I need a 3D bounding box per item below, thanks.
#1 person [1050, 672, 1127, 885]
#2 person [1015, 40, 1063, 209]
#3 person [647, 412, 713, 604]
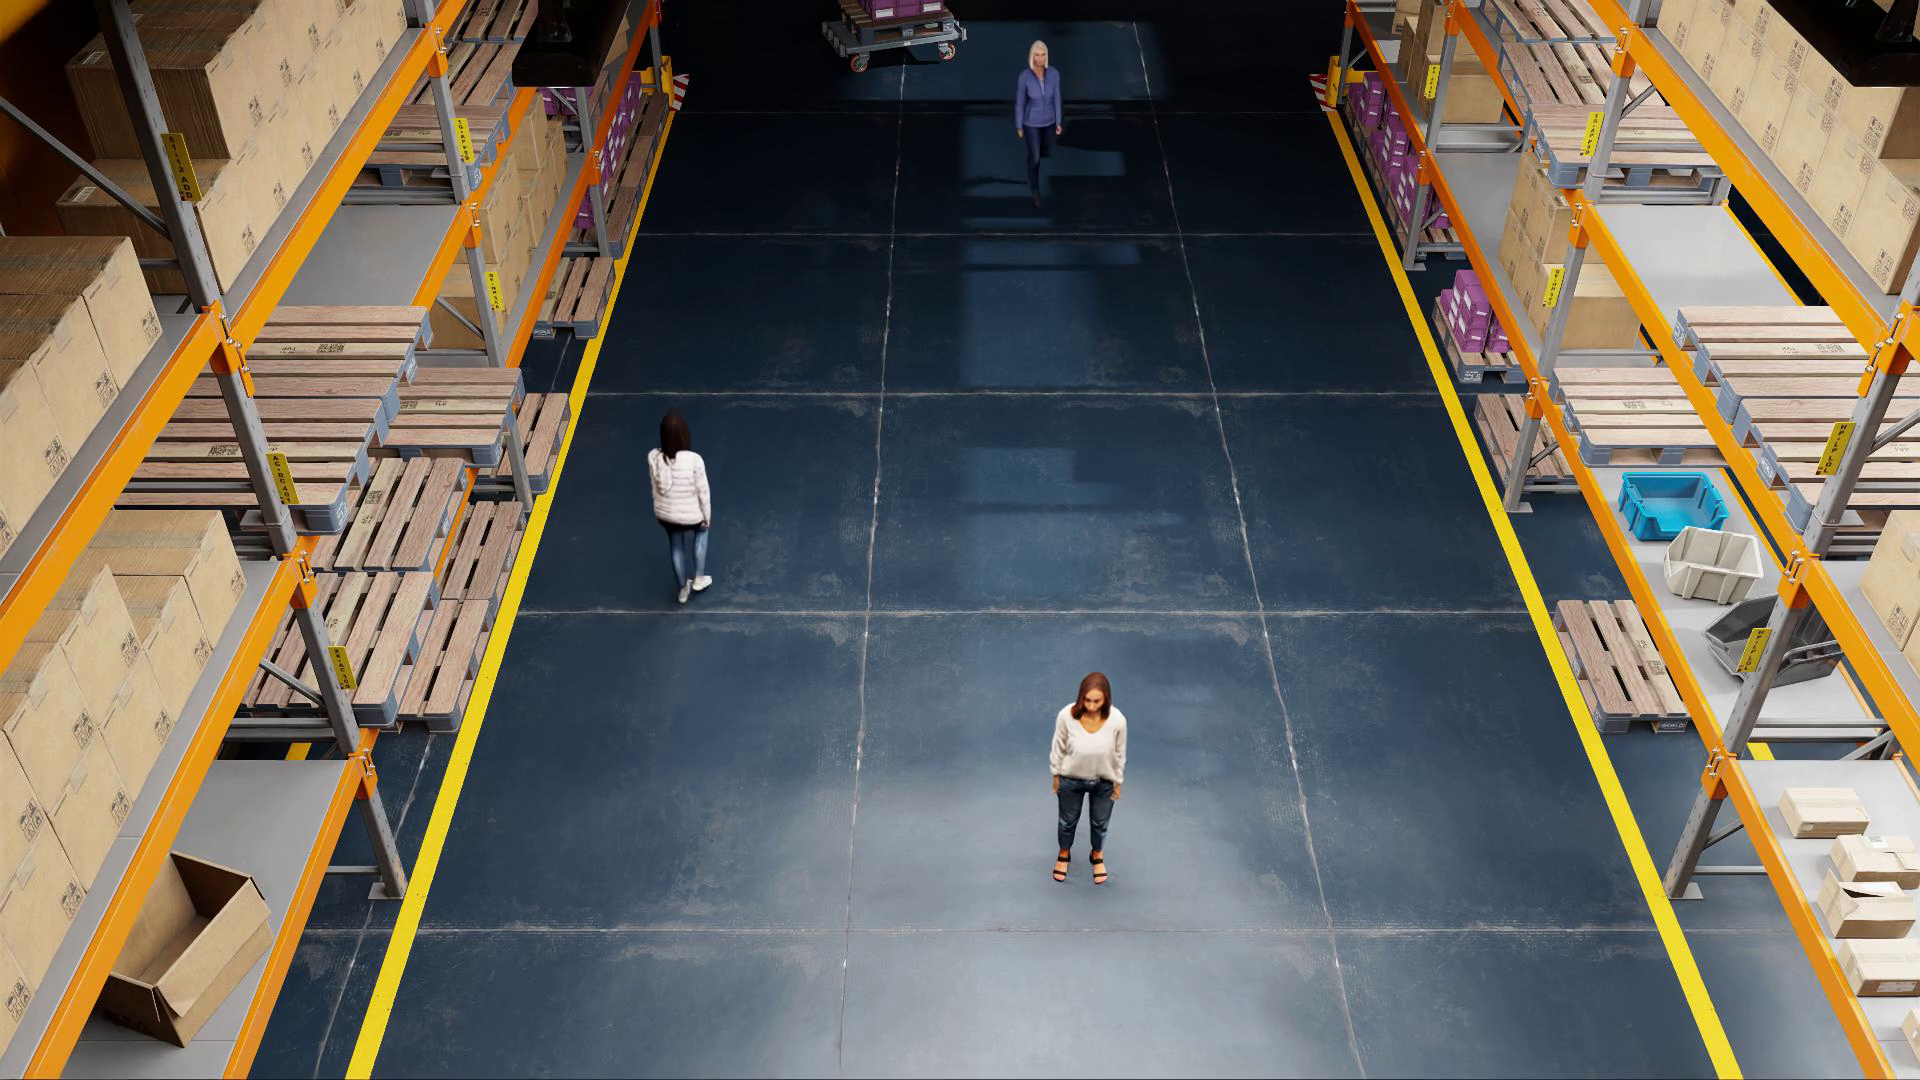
[{"bbox_3d":[0.785,1.446,10.197,0.625,1.682,0.552,3,39,4],"label":"person"},{"bbox_3d":[0.819,-4.451,17.547,0.840,1.725,1.118,-10,40,-13],"label":"person"},{"bbox_3d":[-2.078,-0.185,12.286,0.638,1.623,0.591,2,39,3],"label":"person"}]
